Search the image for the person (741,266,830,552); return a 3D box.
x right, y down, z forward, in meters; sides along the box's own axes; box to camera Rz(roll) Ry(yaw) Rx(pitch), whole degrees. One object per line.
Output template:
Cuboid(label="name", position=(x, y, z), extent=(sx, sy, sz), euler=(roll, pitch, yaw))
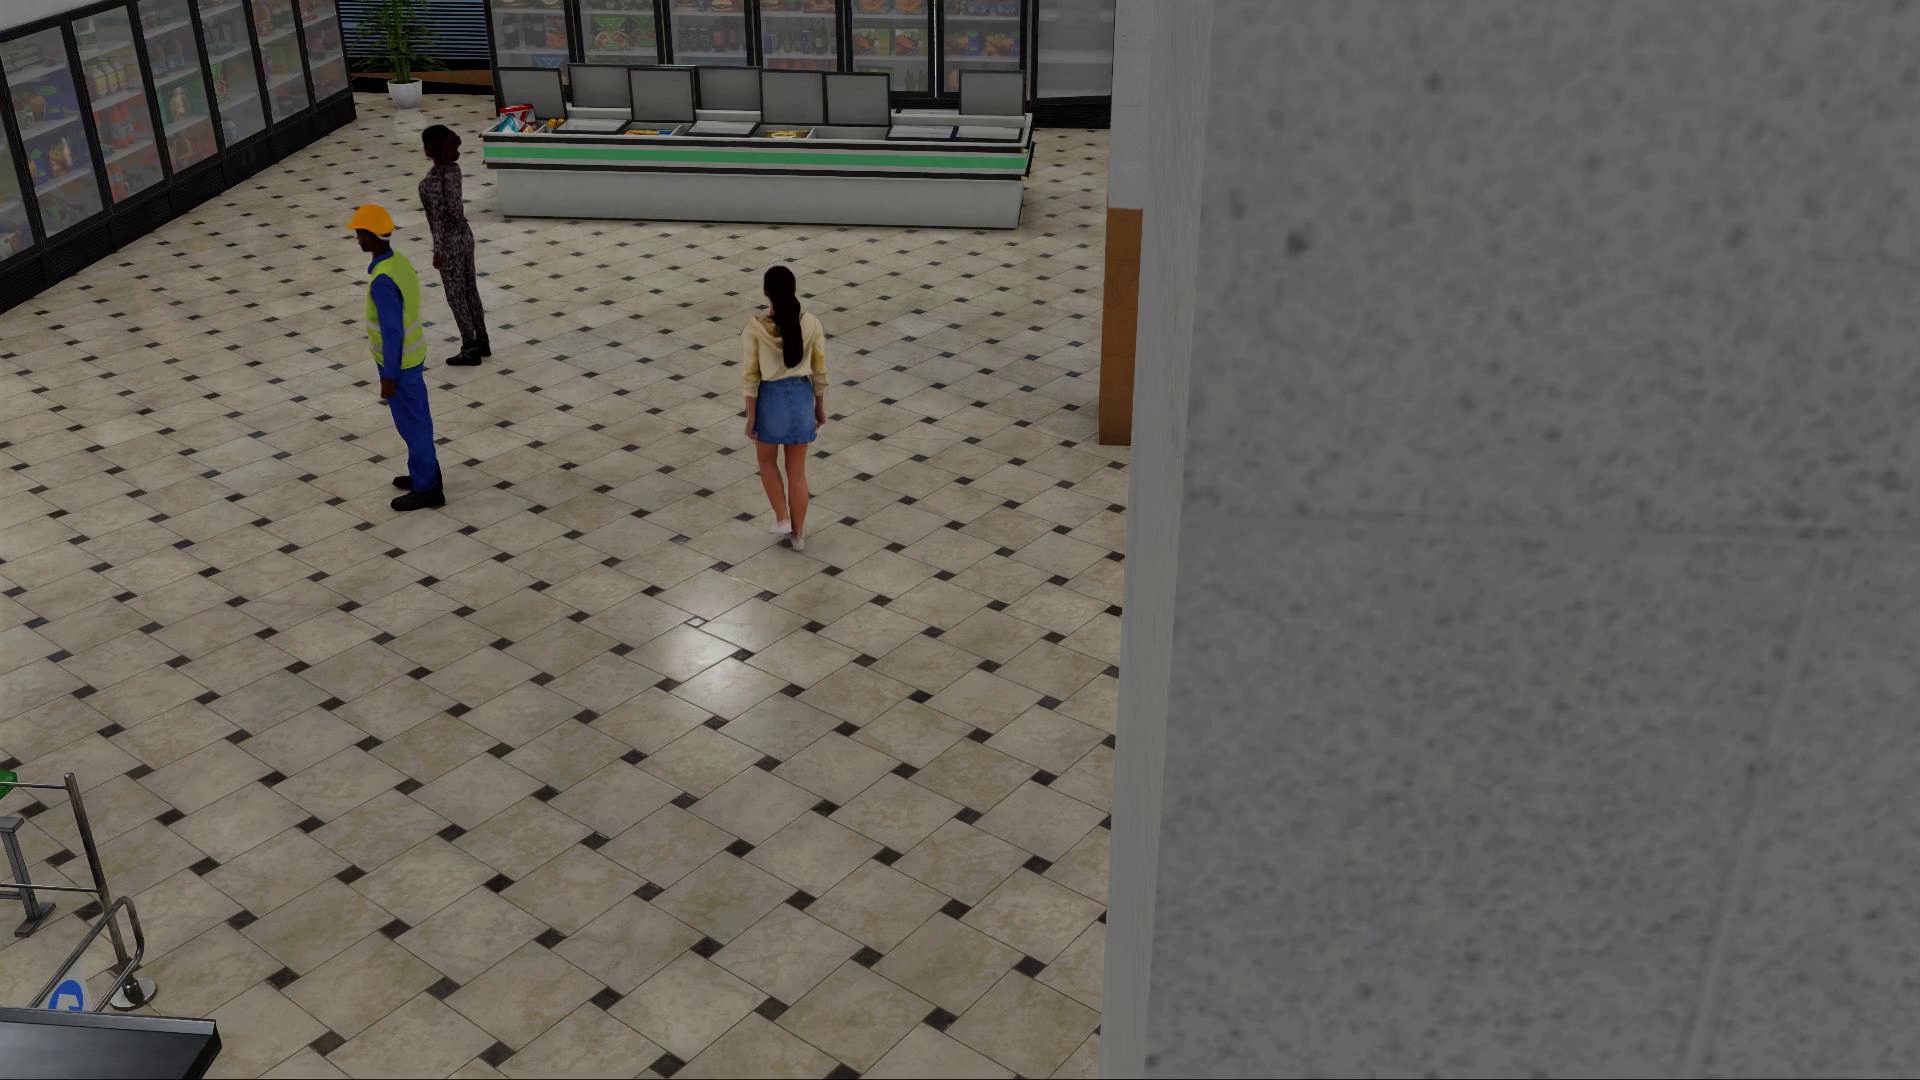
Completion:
Cuboid(label="person", position=(-0.942, -0.677, 9.105), extent=(0.667, 1.620, 0.800), euler=(-9, 28, -17))

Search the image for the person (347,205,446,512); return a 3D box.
Cuboid(label="person", position=(-3.249, -1.059, 9.646), extent=(0.663, 1.811, 0.718), euler=(-4, 27, -7))

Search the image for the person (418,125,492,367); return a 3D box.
Cuboid(label="person", position=(-3.584, -2.078, 11.764), extent=(0.572, 1.713, 0.592), euler=(5, 27, 9))
